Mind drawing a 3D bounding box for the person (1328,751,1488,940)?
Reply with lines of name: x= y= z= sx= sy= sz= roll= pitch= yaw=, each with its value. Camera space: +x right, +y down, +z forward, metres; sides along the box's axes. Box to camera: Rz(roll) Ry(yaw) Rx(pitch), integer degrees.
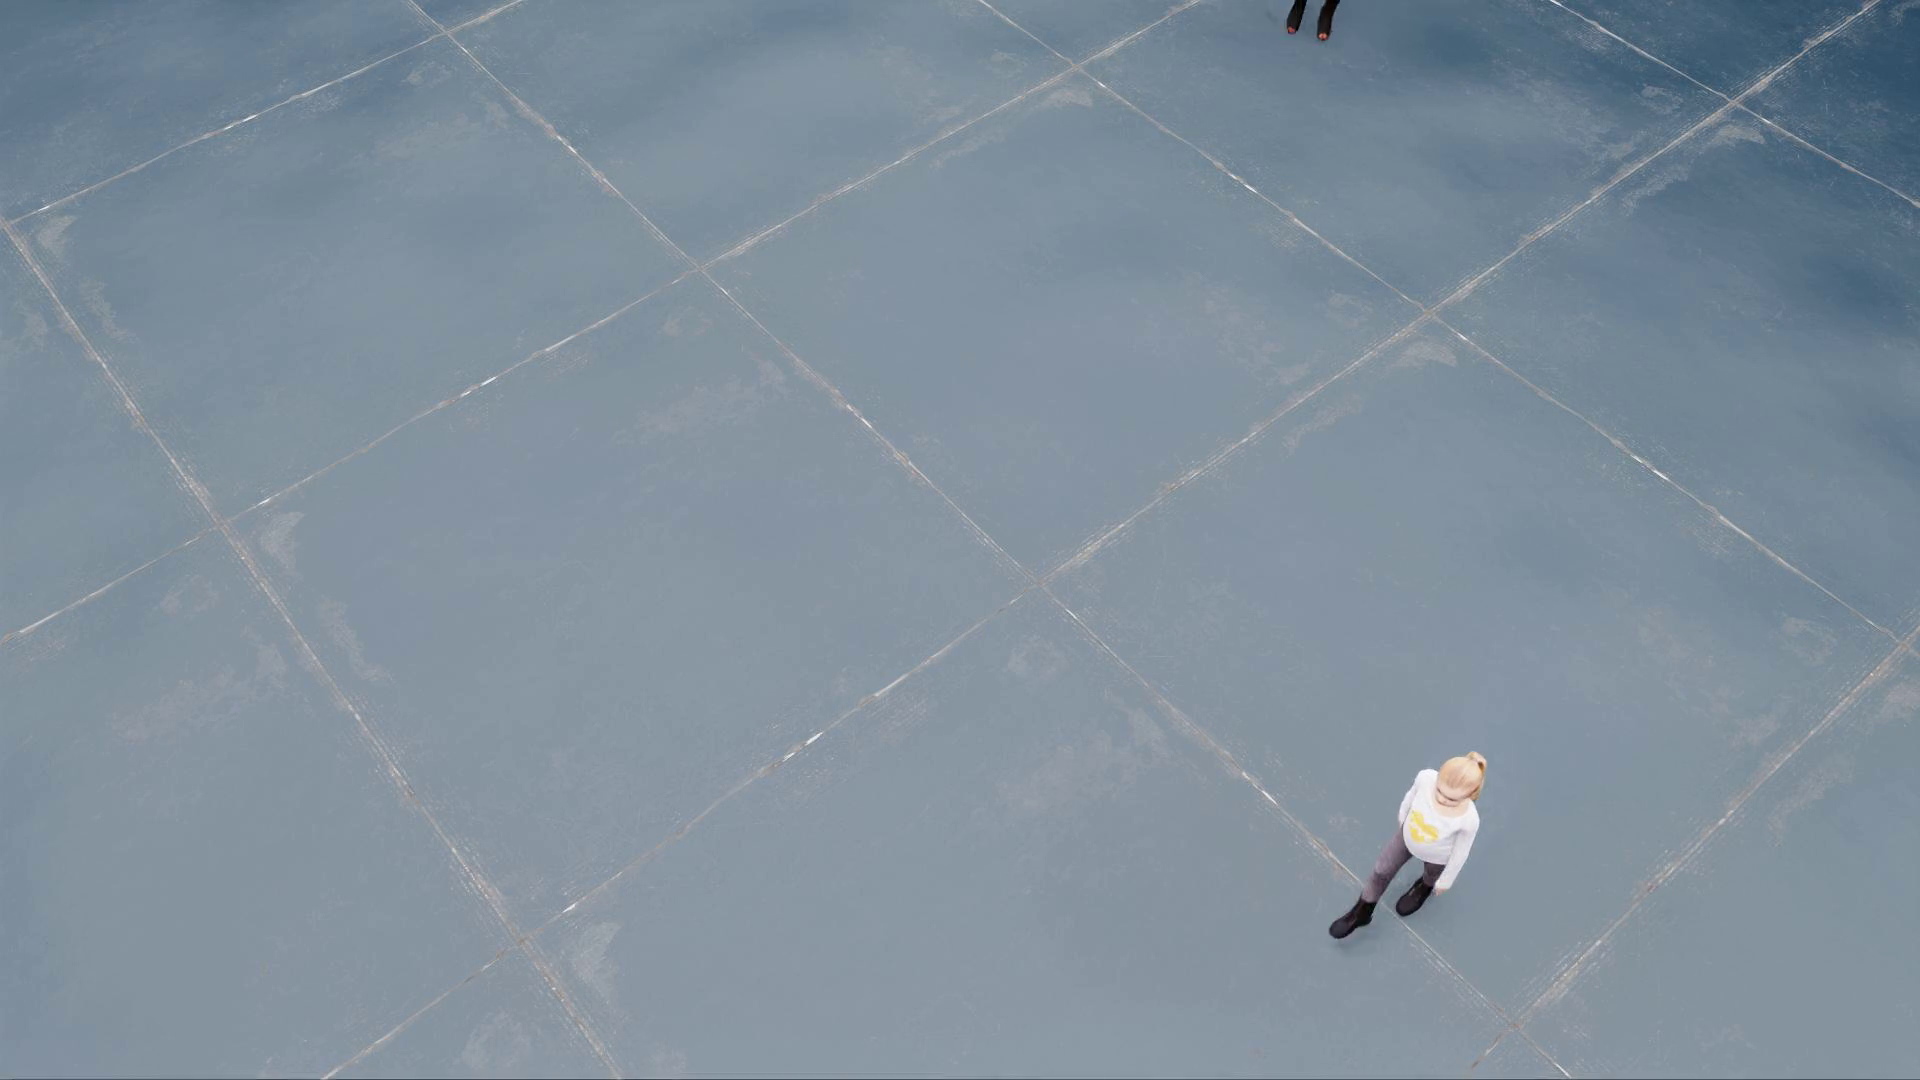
person: x=1.962 y=1.199 z=6.818 sx=0.766 sy=1.258 sz=0.504 roll=-33 pitch=59 yaw=-23
